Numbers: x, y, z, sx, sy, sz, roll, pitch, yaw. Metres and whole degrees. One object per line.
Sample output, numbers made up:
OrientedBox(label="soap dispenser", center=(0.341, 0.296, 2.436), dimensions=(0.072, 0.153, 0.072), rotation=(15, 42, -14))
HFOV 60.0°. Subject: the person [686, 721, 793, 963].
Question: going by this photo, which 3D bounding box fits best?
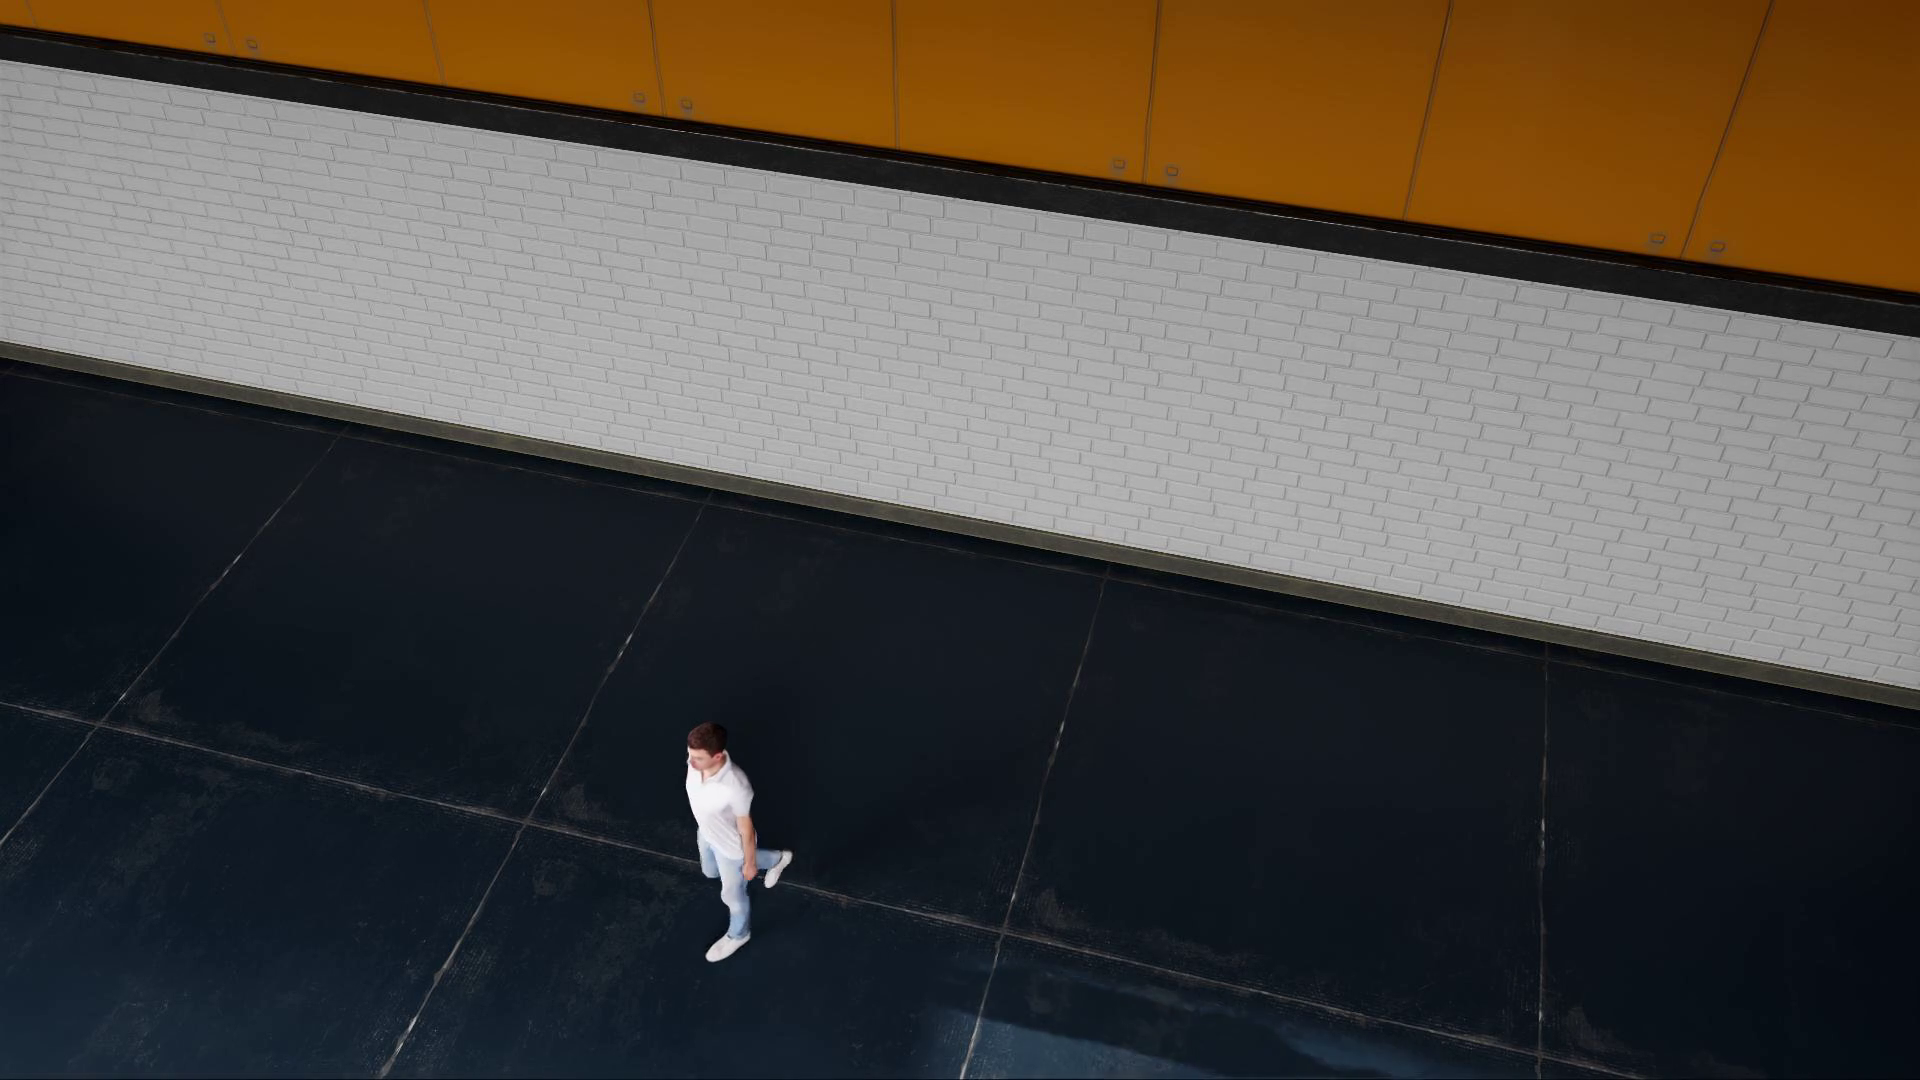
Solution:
OrientedBox(label="person", center=(-1.188, 1.557, 8.986), dimensions=(1.060, 1.839, 0.943), rotation=(-31, 52, -29))
